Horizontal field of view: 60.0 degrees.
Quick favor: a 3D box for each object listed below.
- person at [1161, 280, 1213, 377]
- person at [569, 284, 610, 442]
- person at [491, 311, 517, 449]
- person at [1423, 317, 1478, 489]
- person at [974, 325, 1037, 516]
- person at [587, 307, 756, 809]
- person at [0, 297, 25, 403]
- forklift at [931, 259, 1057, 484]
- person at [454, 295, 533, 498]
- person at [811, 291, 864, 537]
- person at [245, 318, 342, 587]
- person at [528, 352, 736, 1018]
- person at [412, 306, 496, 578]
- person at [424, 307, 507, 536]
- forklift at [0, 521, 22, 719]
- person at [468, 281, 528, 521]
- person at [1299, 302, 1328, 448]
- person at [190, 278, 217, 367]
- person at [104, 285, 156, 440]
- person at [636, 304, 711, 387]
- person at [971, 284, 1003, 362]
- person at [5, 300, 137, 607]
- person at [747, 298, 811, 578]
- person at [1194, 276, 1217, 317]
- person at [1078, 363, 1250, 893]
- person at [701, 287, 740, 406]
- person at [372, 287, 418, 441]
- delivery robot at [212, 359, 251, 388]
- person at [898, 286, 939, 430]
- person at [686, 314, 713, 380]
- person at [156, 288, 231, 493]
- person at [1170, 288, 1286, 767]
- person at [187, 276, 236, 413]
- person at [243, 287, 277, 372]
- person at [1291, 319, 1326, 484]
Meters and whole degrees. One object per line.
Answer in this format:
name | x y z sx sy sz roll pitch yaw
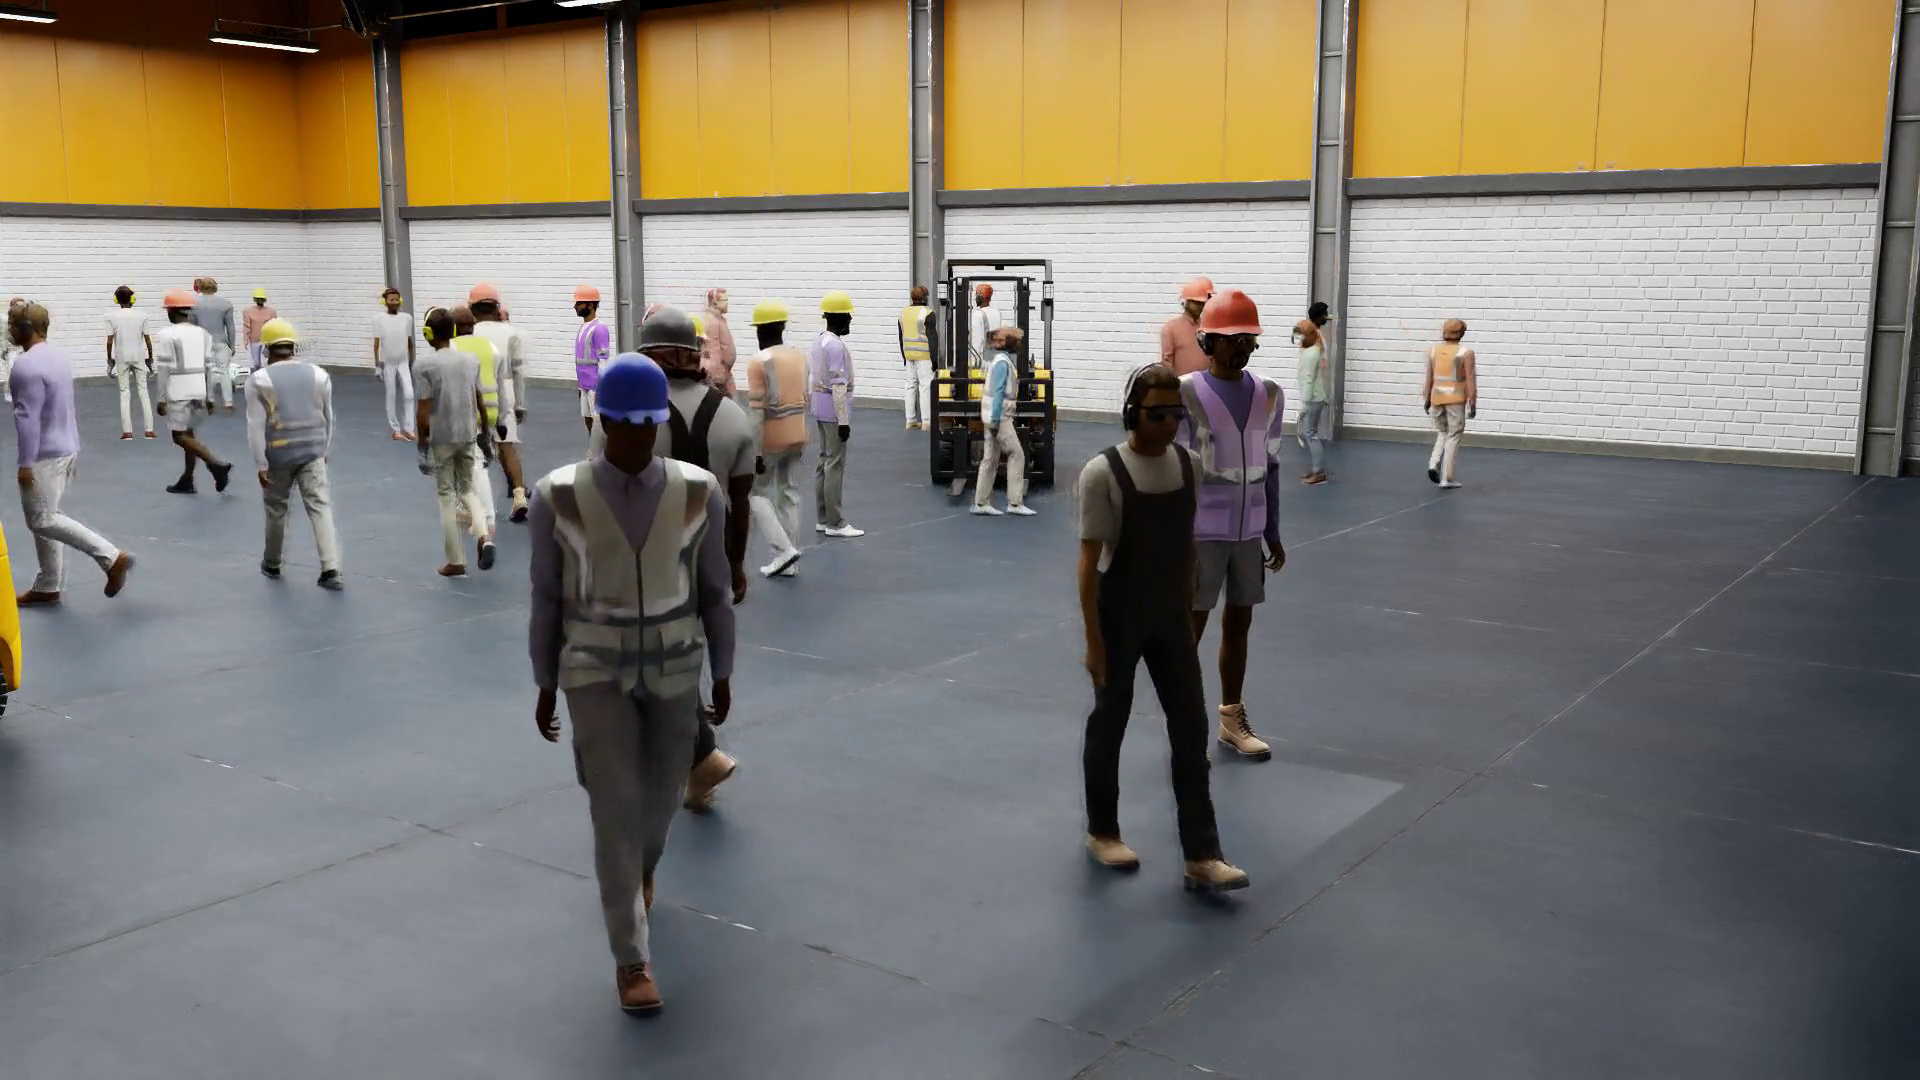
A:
person | 2.117 -1.377 15.235 0.628 1.990 0.438 -4 10 -20
person | -3.598 -1.516 16.198 0.360 1.939 0.543 -6 11 -32
person | -5.228 -1.822 18.975 0.342 1.621 0.506 1 10 5
person | 4.674 -1.298 15.808 0.381 1.619 0.547 -8 12 -39
person | 0.411 -0.995 14.037 0.652 1.606 0.550 0 10 -1
person | -1.154 0.024 6.723 0.740 2.000 0.979 -6 11 -34
person | -14.014 -2.800 24.757 0.446 1.622 0.540 7 12 37
forklift | 0.370 -1.738 16.759 1.214 2.155 2.313 1 10 3
person | -4.351 -1.327 15.192 0.947 1.902 0.551 2 10 10
person | -0.980 -0.989 13.089 0.369 1.928 0.585 -3 10 -19
person | -4.444 -0.576 11.082 0.604 1.789 0.952 -8 13 -40
person | -1.000 0.372 5.073 0.613 1.910 0.913 -4 10 -21
person | -3.411 -0.651 11.286 0.554 1.855 0.463 -9 13 -42
person | -3.975 -0.947 13.258 0.946 1.791 0.625 7 12 36
forklift | -5.296 -0.090 6.943 1.214 2.155 2.313 7 12 35
person | -3.898 -1.158 13.919 0.621 2.001 1.021 -7 12 -36
person | 4.102 -1.914 19.319 0.321 1.690 0.529 1 10 9
person | -13.552 -3.760 29.831 0.390 1.847 0.563 7 12 35
person | -10.045 -2.140 20.130 0.535 1.865 0.310 -6 11 -30
person | -1.858 -0.538 10.537 0.419 1.890 0.653 9 13 43
person | 0.296 -2.157 20.179 0.353 1.883 0.578 6 11 32
person | -5.582 -0.521 10.314 0.707 1.923 0.633 -2 10 -13
person | -1.252 -0.680 11.300 0.400 1.911 0.599 7 12 37
person | 2.576 -1.848 18.005 0.397 1.992 0.623 5 11 27
person | 0.683 0.313 5.670 0.554 1.808 0.850 -5 11 -27
person | -2.783 -1.896 18.685 0.935 1.879 0.643 1 10 3
person | -6.710 -2.080 19.829 0.540 1.838 0.788 -7 12 -34
delivery robot | -11.939 -2.719 27.197 0.707 0.478 0.477 6 11 30
person | -0.498 -2.328 21.312 0.630 1.846 0.429 9 13 42
person | -2.023 -0.807 12.501 0.323 1.764 0.523 7 12 35
person | -7.060 -1.349 15.282 0.775 1.919 0.553 4 10 21
person | 1.135 -0.046 7.128 0.615 2.043 0.373 -4 10 -24
person | -10.627 -2.764 23.629 0.629 1.939 0.371 -4 10 -21
person | -11.429 -3.267 27.221 0.521 1.733 0.811 -3 10 -18
person | 3.377 -1.335 16.079 0.414 1.603 0.529 1 10 5
